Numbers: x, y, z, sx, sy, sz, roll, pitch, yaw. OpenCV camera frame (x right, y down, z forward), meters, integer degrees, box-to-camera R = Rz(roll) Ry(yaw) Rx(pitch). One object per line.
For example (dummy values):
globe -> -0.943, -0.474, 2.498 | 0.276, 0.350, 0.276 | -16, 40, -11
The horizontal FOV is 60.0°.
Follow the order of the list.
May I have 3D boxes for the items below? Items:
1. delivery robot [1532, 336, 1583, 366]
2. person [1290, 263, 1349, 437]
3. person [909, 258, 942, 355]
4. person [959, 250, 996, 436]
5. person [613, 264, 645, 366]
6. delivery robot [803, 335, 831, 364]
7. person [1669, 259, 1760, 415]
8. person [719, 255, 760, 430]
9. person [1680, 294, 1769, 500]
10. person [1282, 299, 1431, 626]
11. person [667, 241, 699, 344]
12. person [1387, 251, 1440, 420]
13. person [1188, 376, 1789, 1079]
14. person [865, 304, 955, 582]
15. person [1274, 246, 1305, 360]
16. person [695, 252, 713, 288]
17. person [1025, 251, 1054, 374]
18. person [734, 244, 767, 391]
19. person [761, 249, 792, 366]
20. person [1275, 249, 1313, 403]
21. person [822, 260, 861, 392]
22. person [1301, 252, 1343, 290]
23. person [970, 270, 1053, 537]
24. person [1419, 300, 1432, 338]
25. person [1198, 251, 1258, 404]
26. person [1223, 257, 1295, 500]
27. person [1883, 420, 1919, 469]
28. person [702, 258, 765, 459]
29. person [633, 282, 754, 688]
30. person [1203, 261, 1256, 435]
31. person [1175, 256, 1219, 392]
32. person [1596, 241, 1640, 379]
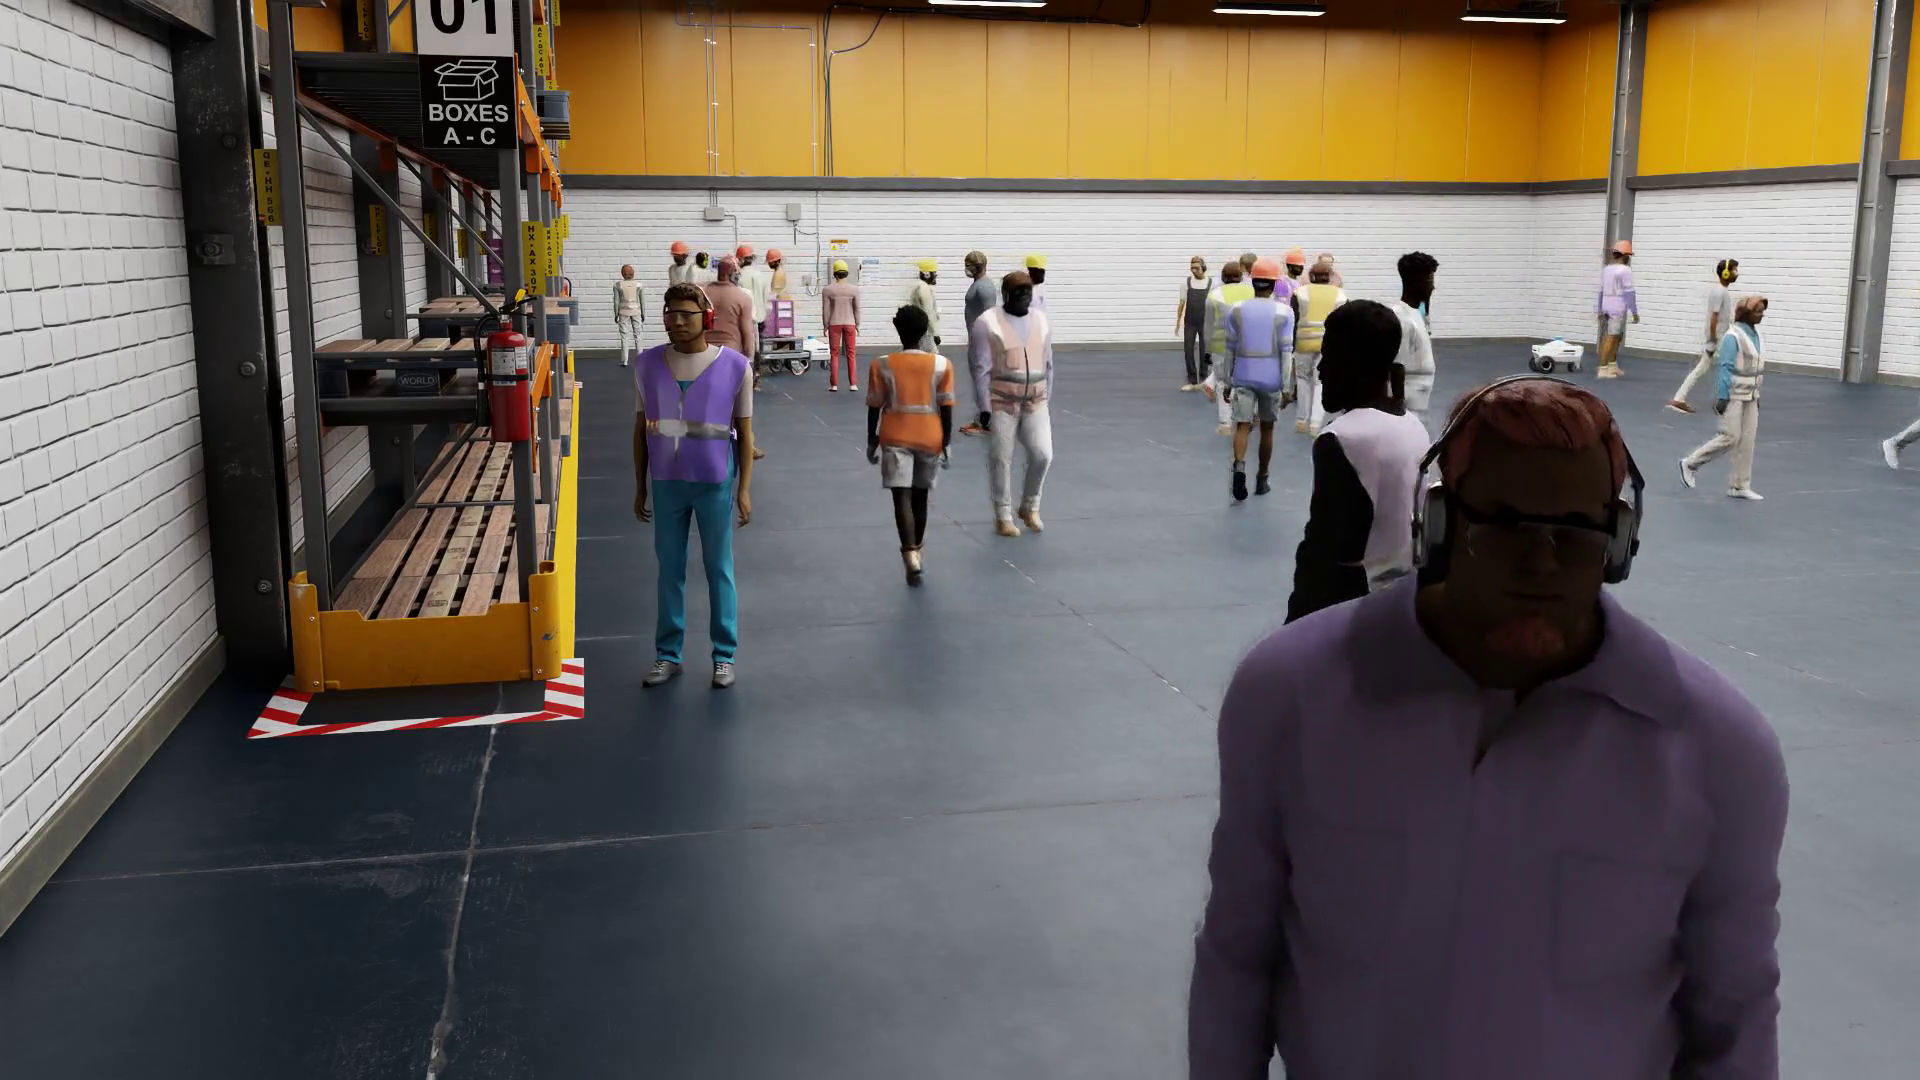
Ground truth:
delivery robot -> 9.181, -2.884, 25.544 | 0.707, 0.478, 0.477 | 0, 10, 2
person -> 3.732, -2.000, 17.468 | 0.647, 1.792, 0.863 | 1, 10, 6
person -> -0.355, -2.650, 21.034 | 0.771, 1.802, 0.621 | -1, 10, -8
person -> 0.198, -2.051, 17.369 | 0.373, 1.935, 0.628 | -1, 10, -7
person -> -5.338, -3.624, 26.886 | 0.514, 1.644, 0.307 | -4, 11, -20
delivery robot -> -2.313, -2.944, 25.878 | 0.707, 0.478, 0.477 | -5, 11, -27
person -> 8.855, -2.369, 19.465 | 0.971, 1.826, 0.537 | 4, 11, 19
person -> -2.437, -2.083, 17.691 | 0.561, 1.888, 1.015 | -4, 11, -23
person -> 6.081, -1.129, 13.131 | 0.526, 1.624, 0.552 | -8, 13, -36
person -> 1.191, 0.264, 4.707 | 0.950, 1.882, 0.600 | 6, 12, 30
person -> -4.288, -3.587, 25.633 | 0.601, 2.018, 0.542 | 6, 12, 28
person -> 2.933, -0.908, 10.948 | 0.366, 1.962, 0.612 | 4, 11, 21
person -> 0.601, 0.744, 1.977 | 0.665, 1.890, 0.592 | 3, 11, 17
person -> -0.293, -0.587, 10.035 | 0.531, 1.662, 0.858 | -2, 10, -9
person -> 5.645, -4.032, 28.366 | 0.376, 1.922, 0.594 | -10, 14, -43
person -> -4.302, -3.826, 27.439 | 0.535, 1.850, 0.637 | 5, 11, 24
person -> 0.824, -2.253, 18.562 | 0.409, 1.911, 0.599 | 7, 13, 36
person -> -2.845, -2.996, 22.466 | 0.630, 1.978, 0.474 | -9, 14, -42
person -> -2.980, -3.737, 26.831 | 0.821, 1.883, 0.557 | -1, 10, -3
person -> 4.168, -2.641, 20.685 | 0.683, 1.910, 0.546 | 10, 14, 42
person -> -1.597, -2.881, 22.424 | 0.526, 1.772, 0.304 | -2, 10, -9
person -> 5.291, -3.284, 24.368 | 0.662, 1.874, 0.856 | -1, 10, -8
person -> 0.380, -0.924, 11.420 | 0.623, 1.829, 0.438 | -4, 11, -21
person -> 7.290, -3.563, 26.440 | 0.568, 1.676, 0.554 | -7, 12, -34
person -> 3.315, -2.599, 20.512 | 0.724, 1.909, 0.645 | -2, 10, -9
person -> 2.332, -1.262, 13.071 | 0.551, 1.912, 0.823 | 3, 11, 18
person -> 8.492, -1.404, 14.363 | 0.485, 1.720, 0.730 | -8, 13, -37
person -> -2.162, -1.636, 15.263 | 0.651, 1.871, 0.658 | 3, 11, 16
person -> -1.213, -0.245, 7.602 | 0.563, 1.846, 0.383 | 1, 10, 6
person -> 2.846, -1.977, 17.290 | 0.630, 1.824, 0.555 | -2, 10, -10
person -> 3.182, -2.870, 22.216 | 0.589, 1.828, 0.396 | 3, 11, 16
person -> 9.686, -3.355, 24.378 | 0.744, 2.017, 0.639 | -2, 10, -10
